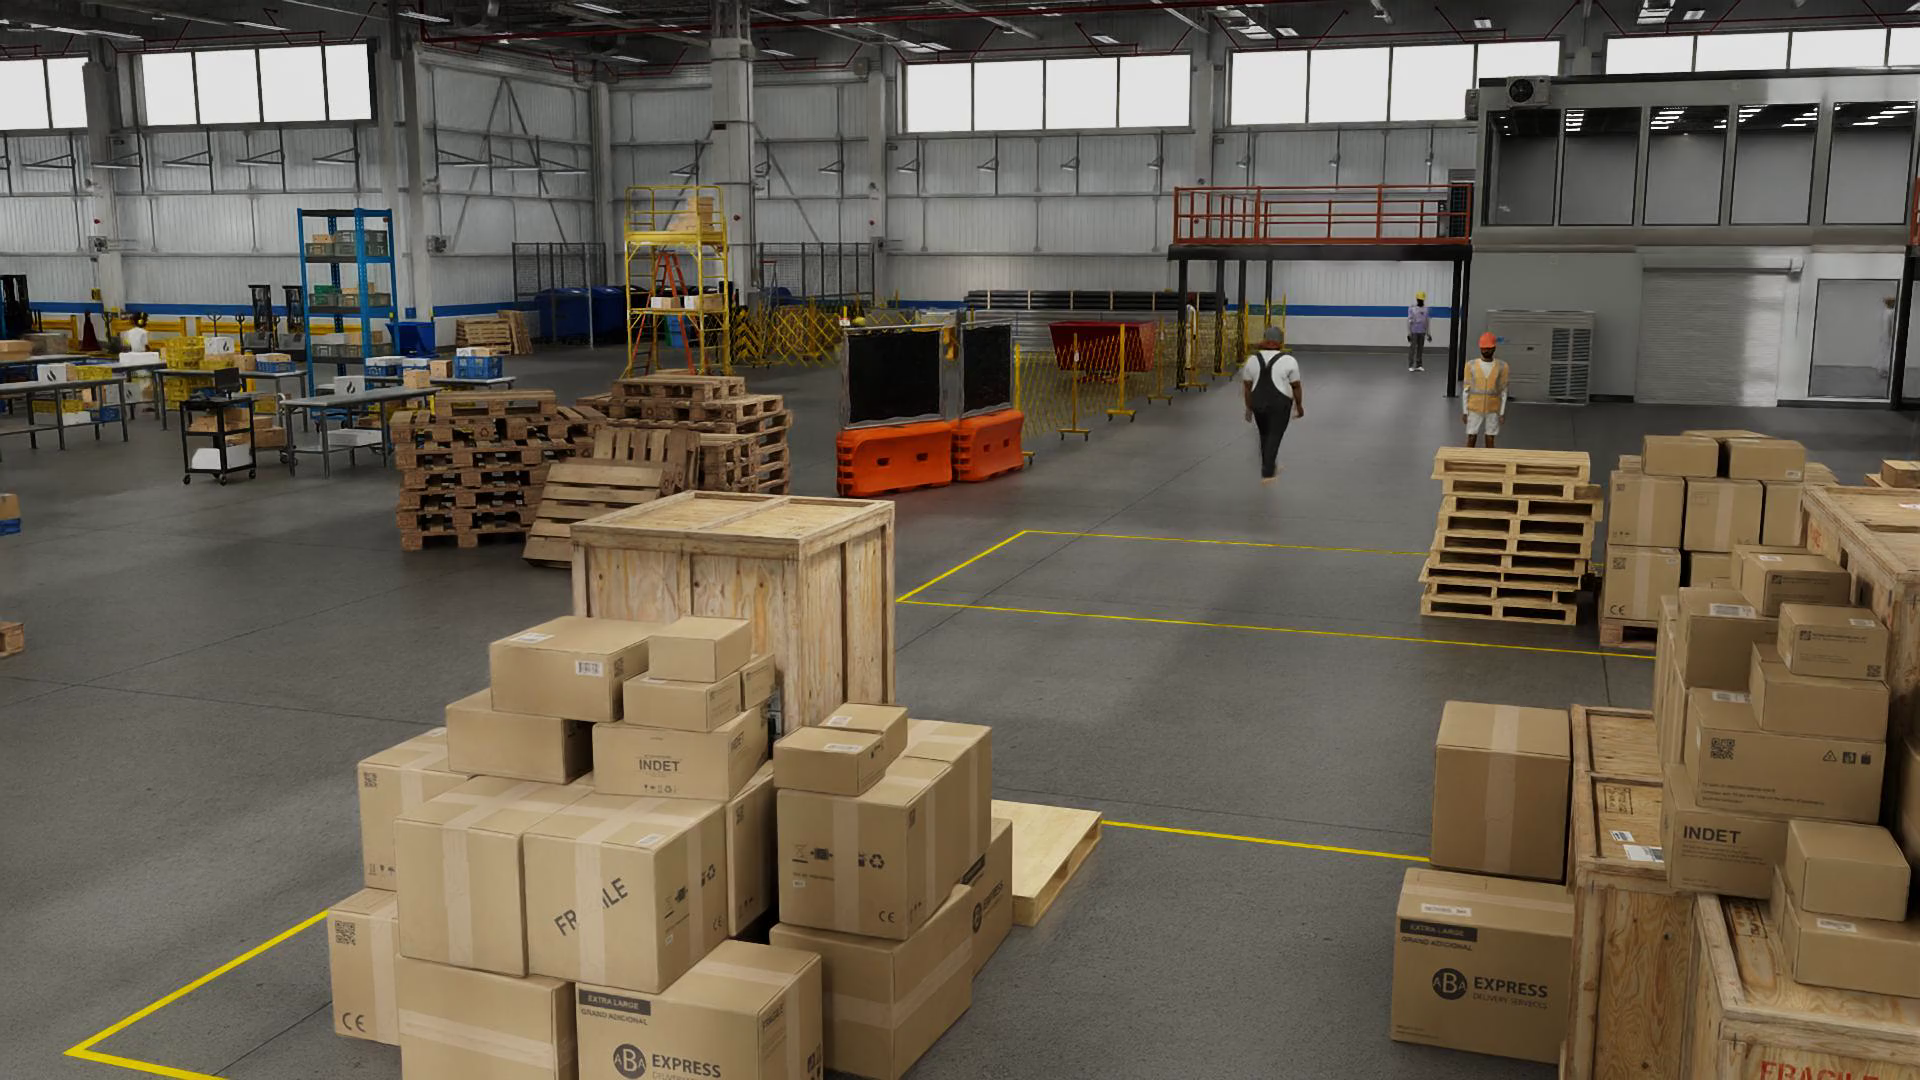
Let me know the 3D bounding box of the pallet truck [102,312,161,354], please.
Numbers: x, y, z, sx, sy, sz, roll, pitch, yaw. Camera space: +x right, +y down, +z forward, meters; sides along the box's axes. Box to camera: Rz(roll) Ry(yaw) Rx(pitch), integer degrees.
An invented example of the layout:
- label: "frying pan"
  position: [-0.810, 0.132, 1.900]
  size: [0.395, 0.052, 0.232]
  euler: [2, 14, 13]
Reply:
- label: "pallet truck"
  position: [-23.057, -5.777, 46.261]
  size: [0.680, 1.201, 1.601]
  euler: [3, 11, 19]

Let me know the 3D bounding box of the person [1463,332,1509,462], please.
- label: "person"
  position: [6.635, -1.653, 21.036]
  size: [0.546, 1.939, 0.375]
  euler: [3, 10, 15]

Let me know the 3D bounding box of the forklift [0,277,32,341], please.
- label: "forklift"
  position: [-27.151, -6.329, 46.328]
  size: [1.157, 1.987, 2.680]
  euler: [3, 11, 17]

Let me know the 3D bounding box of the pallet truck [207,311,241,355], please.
- label: "pallet truck"
  position: [-19.537, -5.575, 44.913]
  size: [0.653, 1.274, 1.630]
  euler: [3, 11, 19]

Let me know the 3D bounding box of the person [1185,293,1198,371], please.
- label: "person"
  position: [5.516, -4.996, 40.018]
  size: [0.352, 1.881, 0.576]
  euler: [-3, 10, -14]

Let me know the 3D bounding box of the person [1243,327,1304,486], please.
- label: "person"
  position: [4.045, -1.743, 21.256]
  size: [0.692, 2.000, 1.003]
  euler: [7, 12, 35]

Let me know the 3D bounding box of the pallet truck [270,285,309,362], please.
- label: "pallet truck"
  position: [-17.147, -5.700, 43.663]
  size: [0.823, 1.965, 1.885]
  euler: [3, 11, 17]

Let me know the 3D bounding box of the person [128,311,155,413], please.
- label: "person"
  position: [-14.771, -3.185, 29.929]
  size: [0.551, 1.848, 0.578]
  euler: [6, 12, 32]

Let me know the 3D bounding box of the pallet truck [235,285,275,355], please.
- label: "pallet truck"
  position: [-18.327, -5.835, 44.421]
  size: [0.823, 1.965, 1.885]
  euler: [4, 11, 23]

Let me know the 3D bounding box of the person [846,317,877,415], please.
- label: "person"
  position: [-1.752, -3.129, 29.867]
  size: [0.539, 1.744, 0.558]
  euler: [6, 12, 31]

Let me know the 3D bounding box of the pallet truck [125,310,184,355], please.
- label: "pallet truck"
  position: [-22.038, -5.665, 45.457]
  size: [0.704, 1.261, 1.522]
  euler: [3, 11, 17]

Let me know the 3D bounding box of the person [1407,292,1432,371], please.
- label: "person"
  position: [11.050, -4.999, 39.996]
  size: [0.596, 1.903, 0.499]
  euler: [-3, 10, -15]
